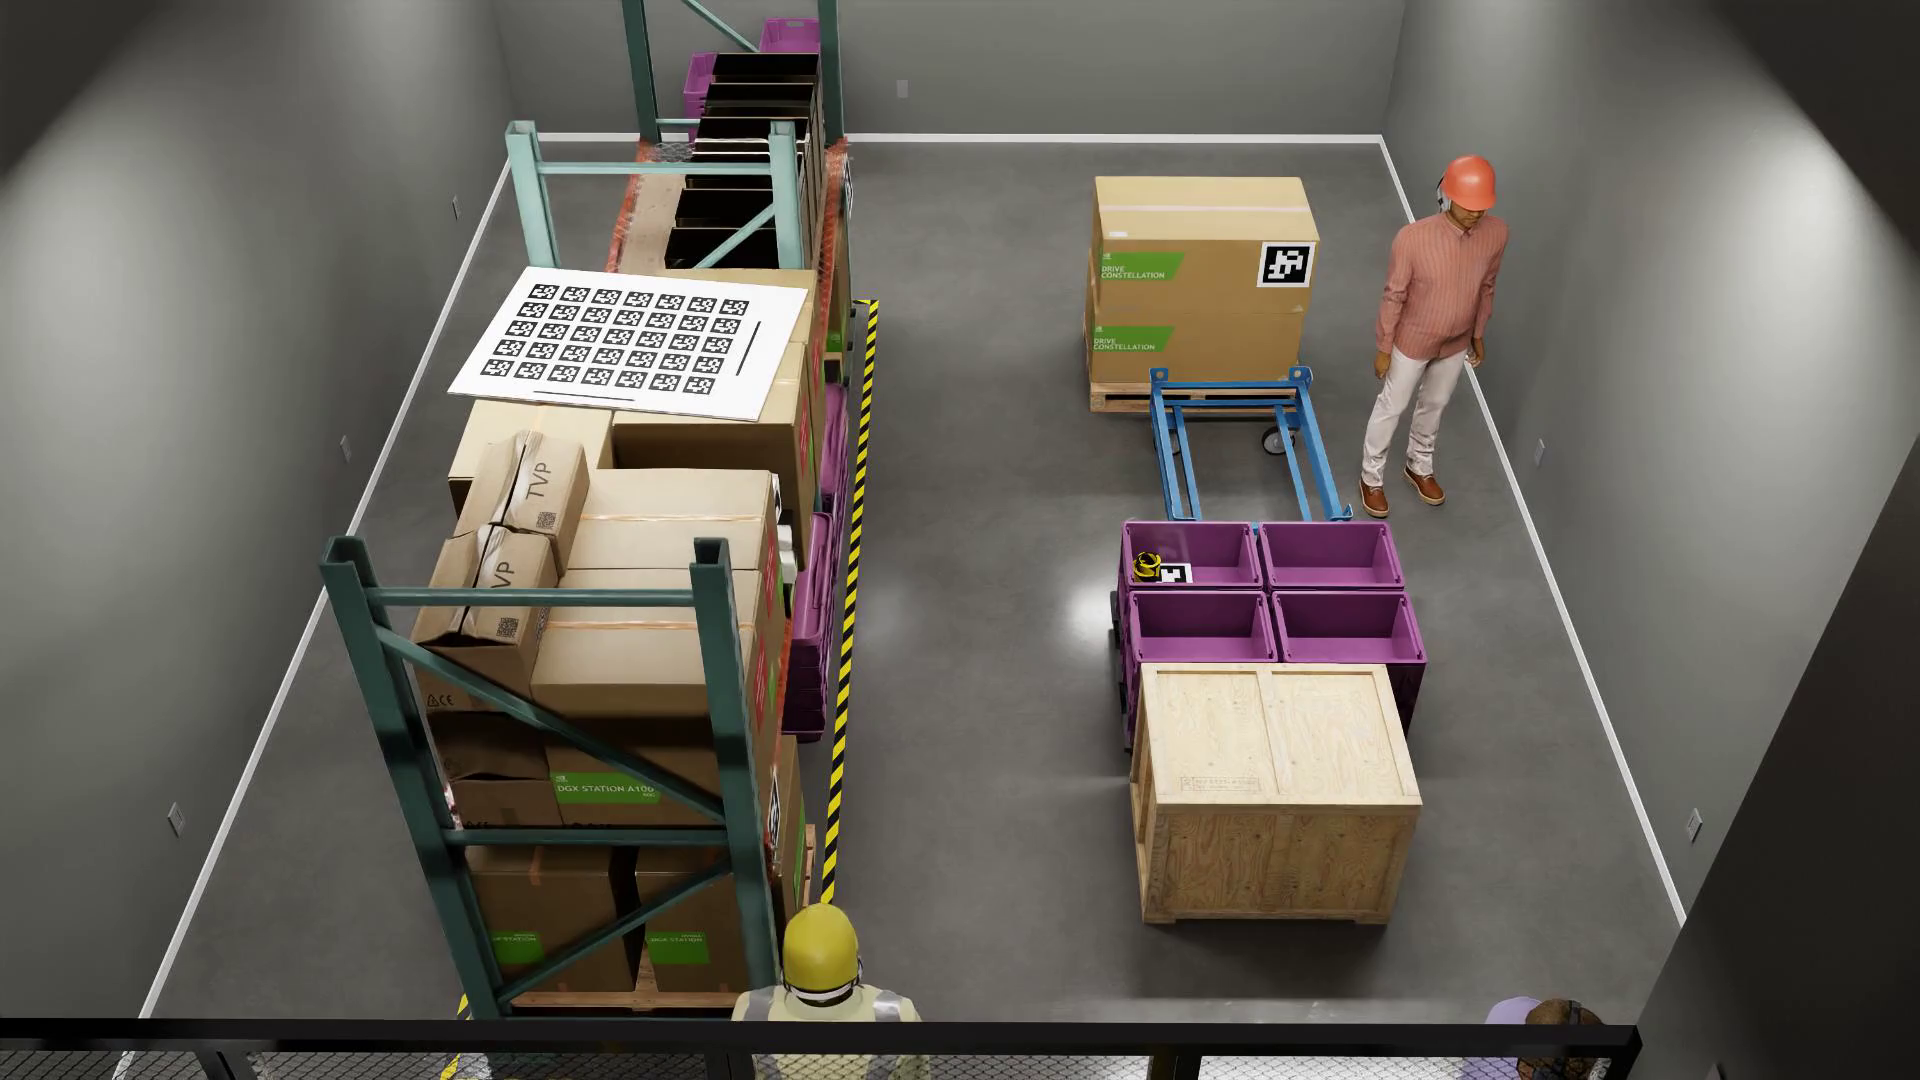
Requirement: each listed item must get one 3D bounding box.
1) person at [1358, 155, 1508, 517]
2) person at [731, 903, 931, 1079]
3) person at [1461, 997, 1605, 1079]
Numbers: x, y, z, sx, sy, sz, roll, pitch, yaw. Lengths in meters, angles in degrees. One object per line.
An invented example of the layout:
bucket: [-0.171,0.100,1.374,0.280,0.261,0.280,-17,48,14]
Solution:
person: [2.330,-0.995,8.206,0.620,1.994,0.381,-11,42,-13]
person: [-0.385,1.747,5.197,0.591,1.836,0.404,1,41,2]
person: [1.545,1.937,4.904,0.355,1.937,0.635,11,42,12]
